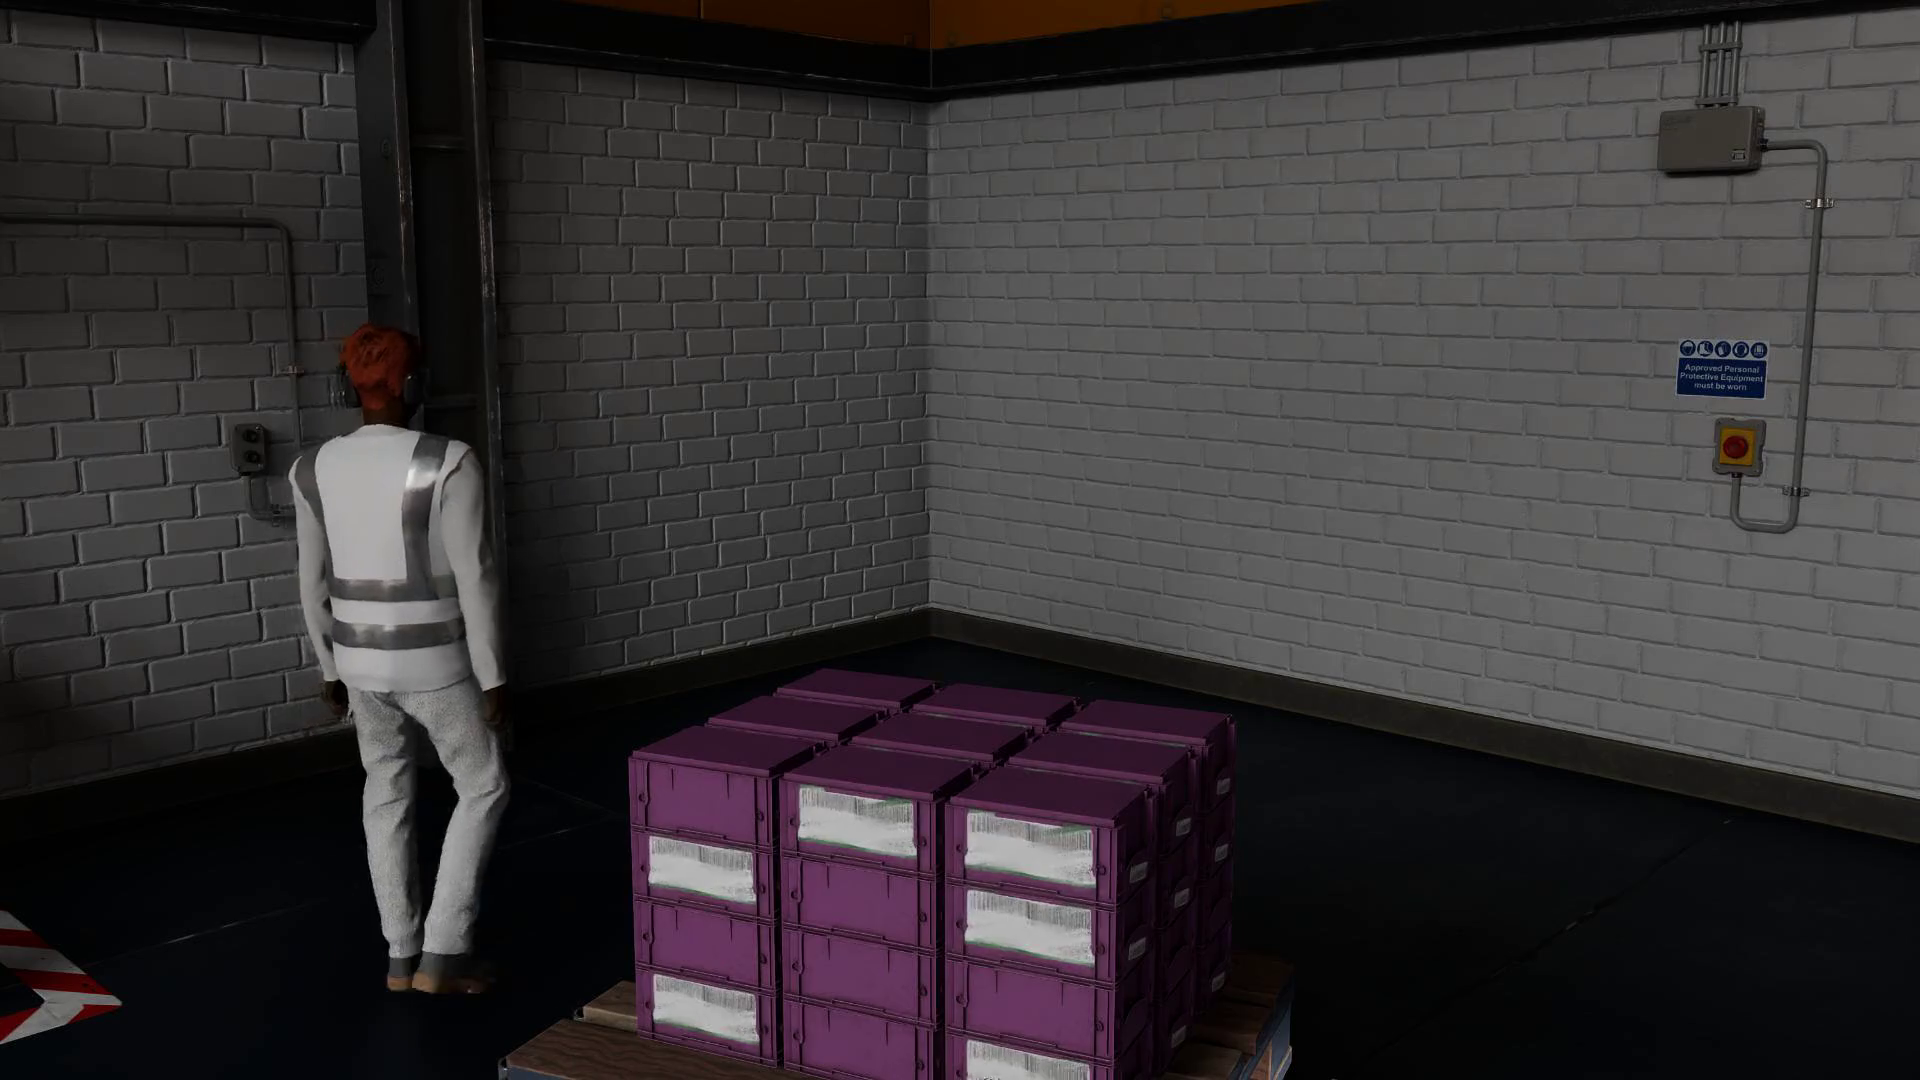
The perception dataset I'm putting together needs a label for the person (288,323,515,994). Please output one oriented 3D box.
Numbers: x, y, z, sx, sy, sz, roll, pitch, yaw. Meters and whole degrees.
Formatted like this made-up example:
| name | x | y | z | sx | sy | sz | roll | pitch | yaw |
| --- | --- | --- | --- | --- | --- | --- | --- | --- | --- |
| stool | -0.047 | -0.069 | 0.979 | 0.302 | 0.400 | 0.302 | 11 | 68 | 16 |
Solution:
| name | x | y | z | sx | sy | sz | roll | pitch | yaw |
| --- | --- | --- | --- | --- | --- | --- | --- | --- | --- |
| person | -1.509 | 0.347 | 4.576 | 0.641 | 1.874 | 0.423 | 3 | 10 | 15 |
